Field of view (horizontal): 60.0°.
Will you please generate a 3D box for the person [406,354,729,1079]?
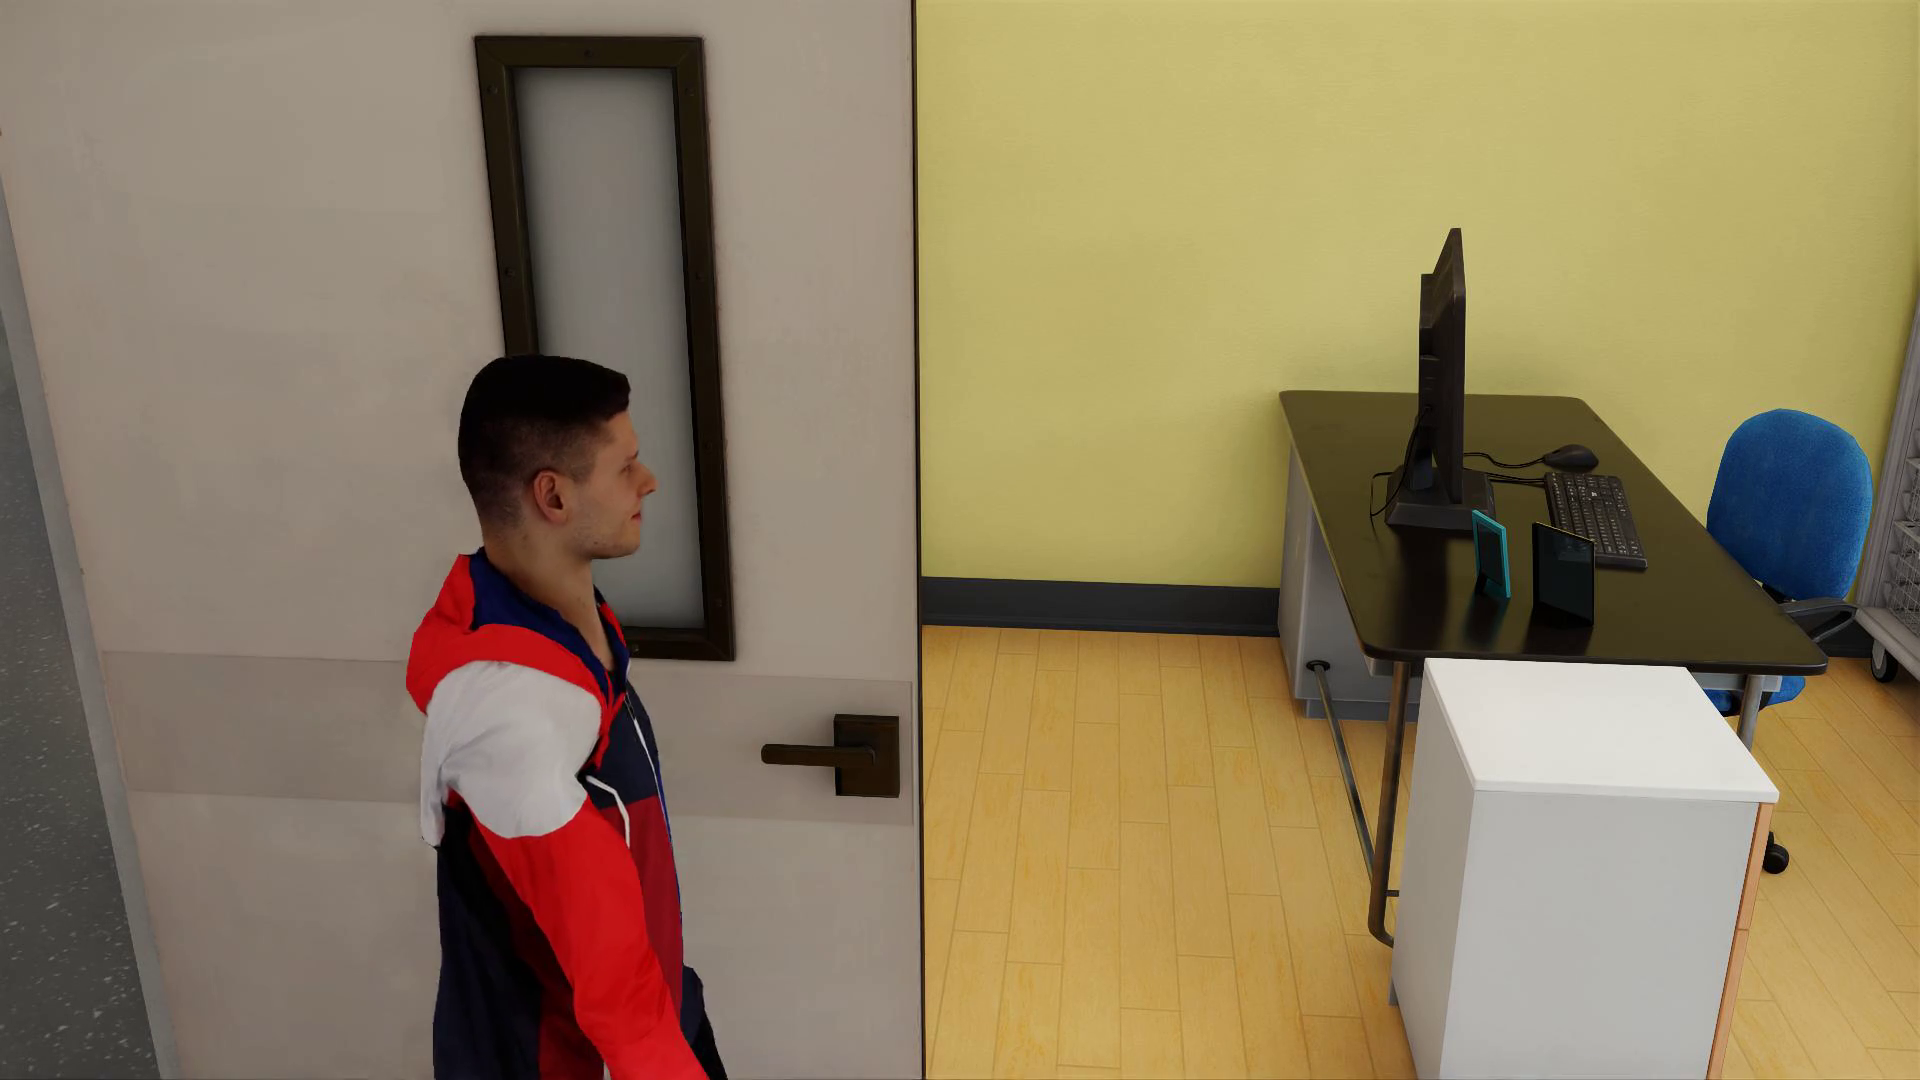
[{"bbox_3d":[-0.562,0.653,2.057,0.821,1.729,0.969,-1,21,-4],"label":"person"}]
